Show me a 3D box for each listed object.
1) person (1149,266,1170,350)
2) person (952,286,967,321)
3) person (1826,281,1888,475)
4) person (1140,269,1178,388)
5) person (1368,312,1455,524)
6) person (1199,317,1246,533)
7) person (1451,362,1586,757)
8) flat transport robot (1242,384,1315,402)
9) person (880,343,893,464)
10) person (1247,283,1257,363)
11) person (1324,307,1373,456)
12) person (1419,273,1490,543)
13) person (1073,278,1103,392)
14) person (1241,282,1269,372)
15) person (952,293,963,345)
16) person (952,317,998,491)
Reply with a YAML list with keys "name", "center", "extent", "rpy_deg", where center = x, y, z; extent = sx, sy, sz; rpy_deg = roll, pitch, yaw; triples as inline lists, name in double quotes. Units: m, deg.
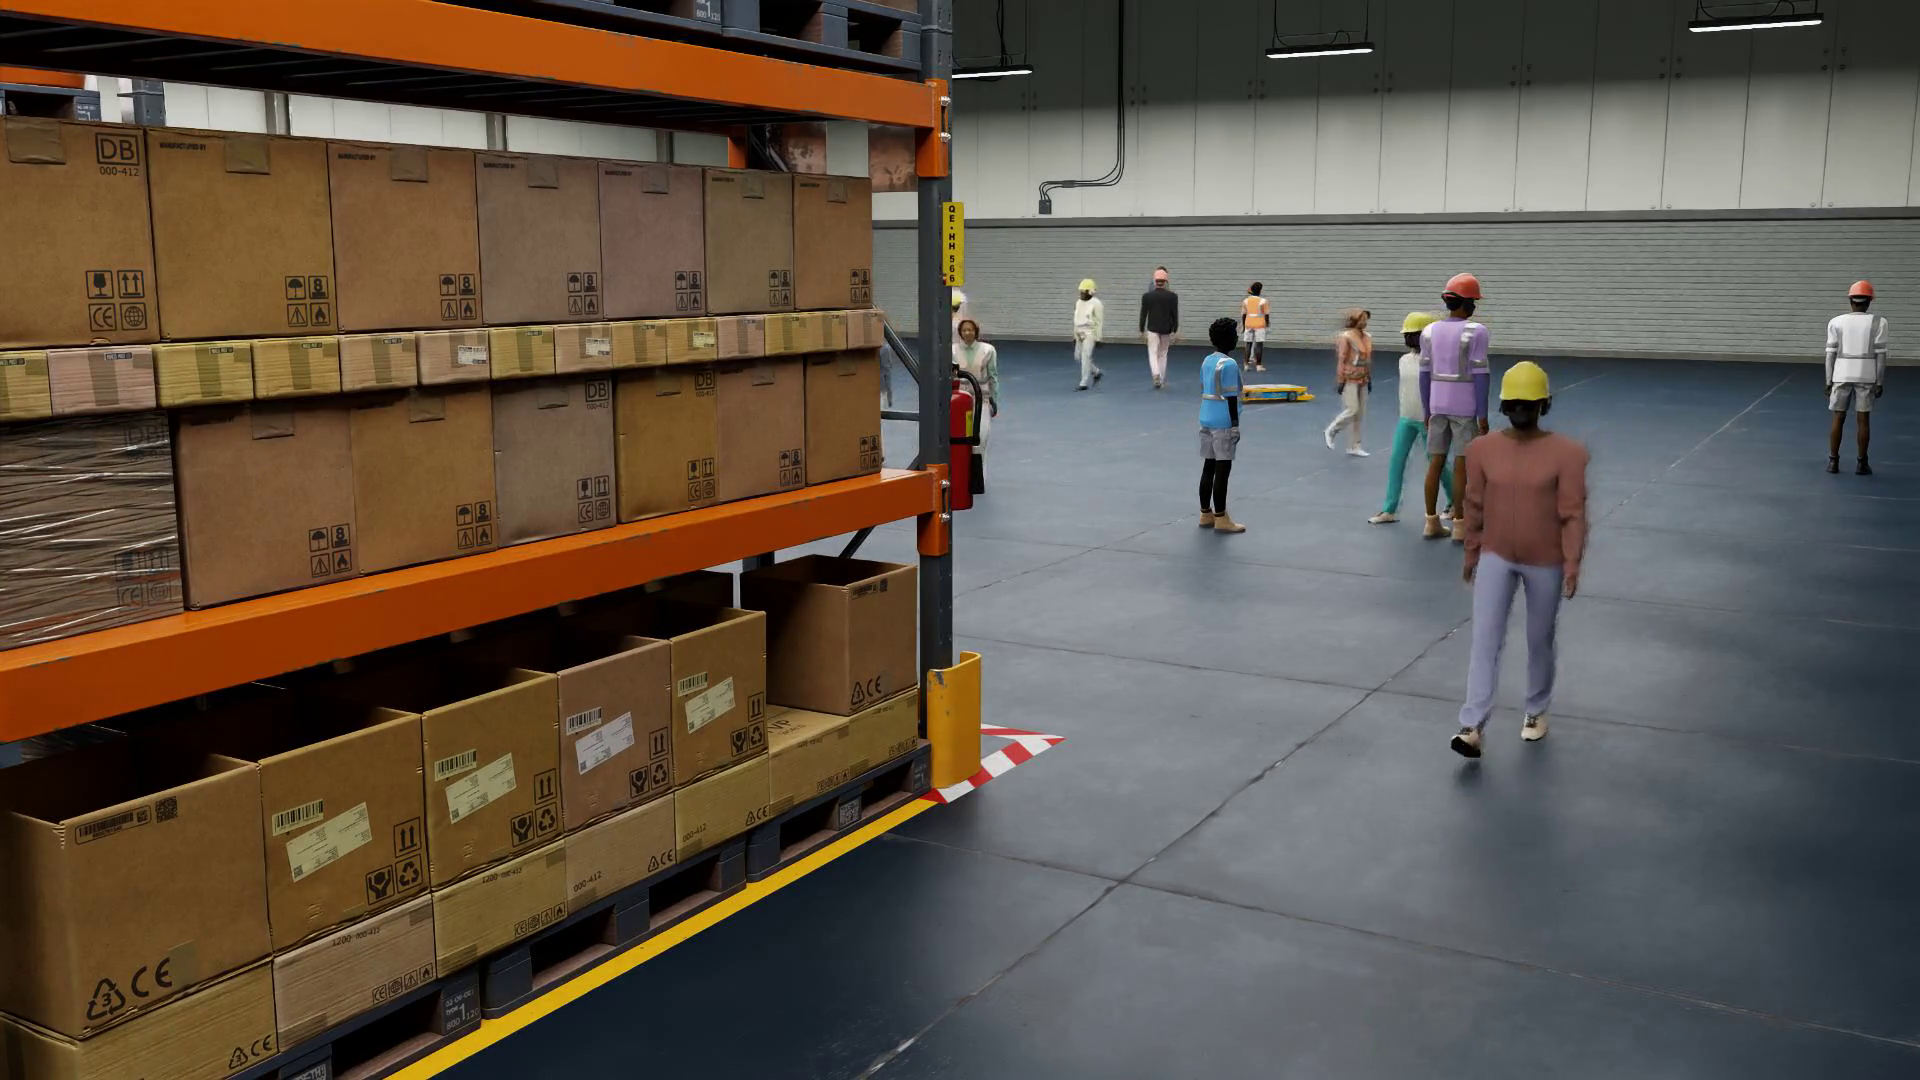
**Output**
- name: "person"
  center: [4.637, -5.394, 38.719]
  extent: [0.374, 1.939, 0.629]
  rpy_deg: [-6, 11, -32]
- name: "person"
  center: [-0.253, -3.397, 27.205]
  extent: [0.683, 1.871, 0.880]
  rpy_deg: [-7, 12, -36]
- name: "person"
  center: [8.933, -1.614, 16.607]
  extent: [0.543, 1.933, 0.364]
  rpy_deg: [6, 12, 33]
- name: "person"
  center: [3.275, -3.458, 27.311]
  extent: [0.622, 1.970, 0.859]
  rpy_deg: [0, 10, 0]
- name: "person"
  center: [3.785, -0.997, 13.590]
  extent: [0.870, 1.729, 0.535]
  rpy_deg: [-6, 11, -29]
- name: "person"
  center: [2.070, -0.909, 13.167]
  extent: [0.318, 1.697, 0.535]
  rpy_deg: [-3, 10, -16]
- name: "person"
  center: [2.422, 0.095, 7.227]
  extent: [0.545, 1.717, 0.932]
  rpy_deg: [5, 11, 29]
- name: "flat transport robot"
  center: [4.532, -2.204, 24.919]
  extent: [1.431, 0.197, 0.652]
  rpy_deg: [-4, 10, -22]
- name: "person"
  center: [-0.939, -1.488, 16.915]
  extent: [0.507, 1.582, 0.889]
  rpy_deg: [5, 11, 26]
- name: "person"
  center: [5.992, -4.422, 33.919]
  extent: [0.284, 1.633, 0.500]
  rpy_deg: [-1, 10, -4]
- name: "person"
  center: [4.273, -1.722, 18.143]
  extent: [0.517, 1.626, 0.430]
  rpy_deg: [-8, 13, -41]
- name: "person"
  center: [3.780, -0.999, 12.675]
  extent: [0.381, 2.045, 0.605]
  rpy_deg: [-7, 12, -36]
- name: "person"
  center: [2.078, -3.302, 26.814]
  extent: [0.590, 1.819, 0.606]
  rpy_deg: [-6, 11, -31]
- name: "person"
  center: [5.574, -4.018, 31.367]
  extent: [0.541, 1.695, 0.317]
  rpy_deg: [7, 12, 35]
- name: "person"
  center: [-0.144, -2.044, 19.661]
  extent: [0.547, 1.747, 0.545]
  rpy_deg: [2, 10, 10]
- name: "person"
  center: [0.083, -1.244, 15.364]
  extent: [0.536, 1.613, 0.689]
  rpy_deg: [0, 10, 2]
